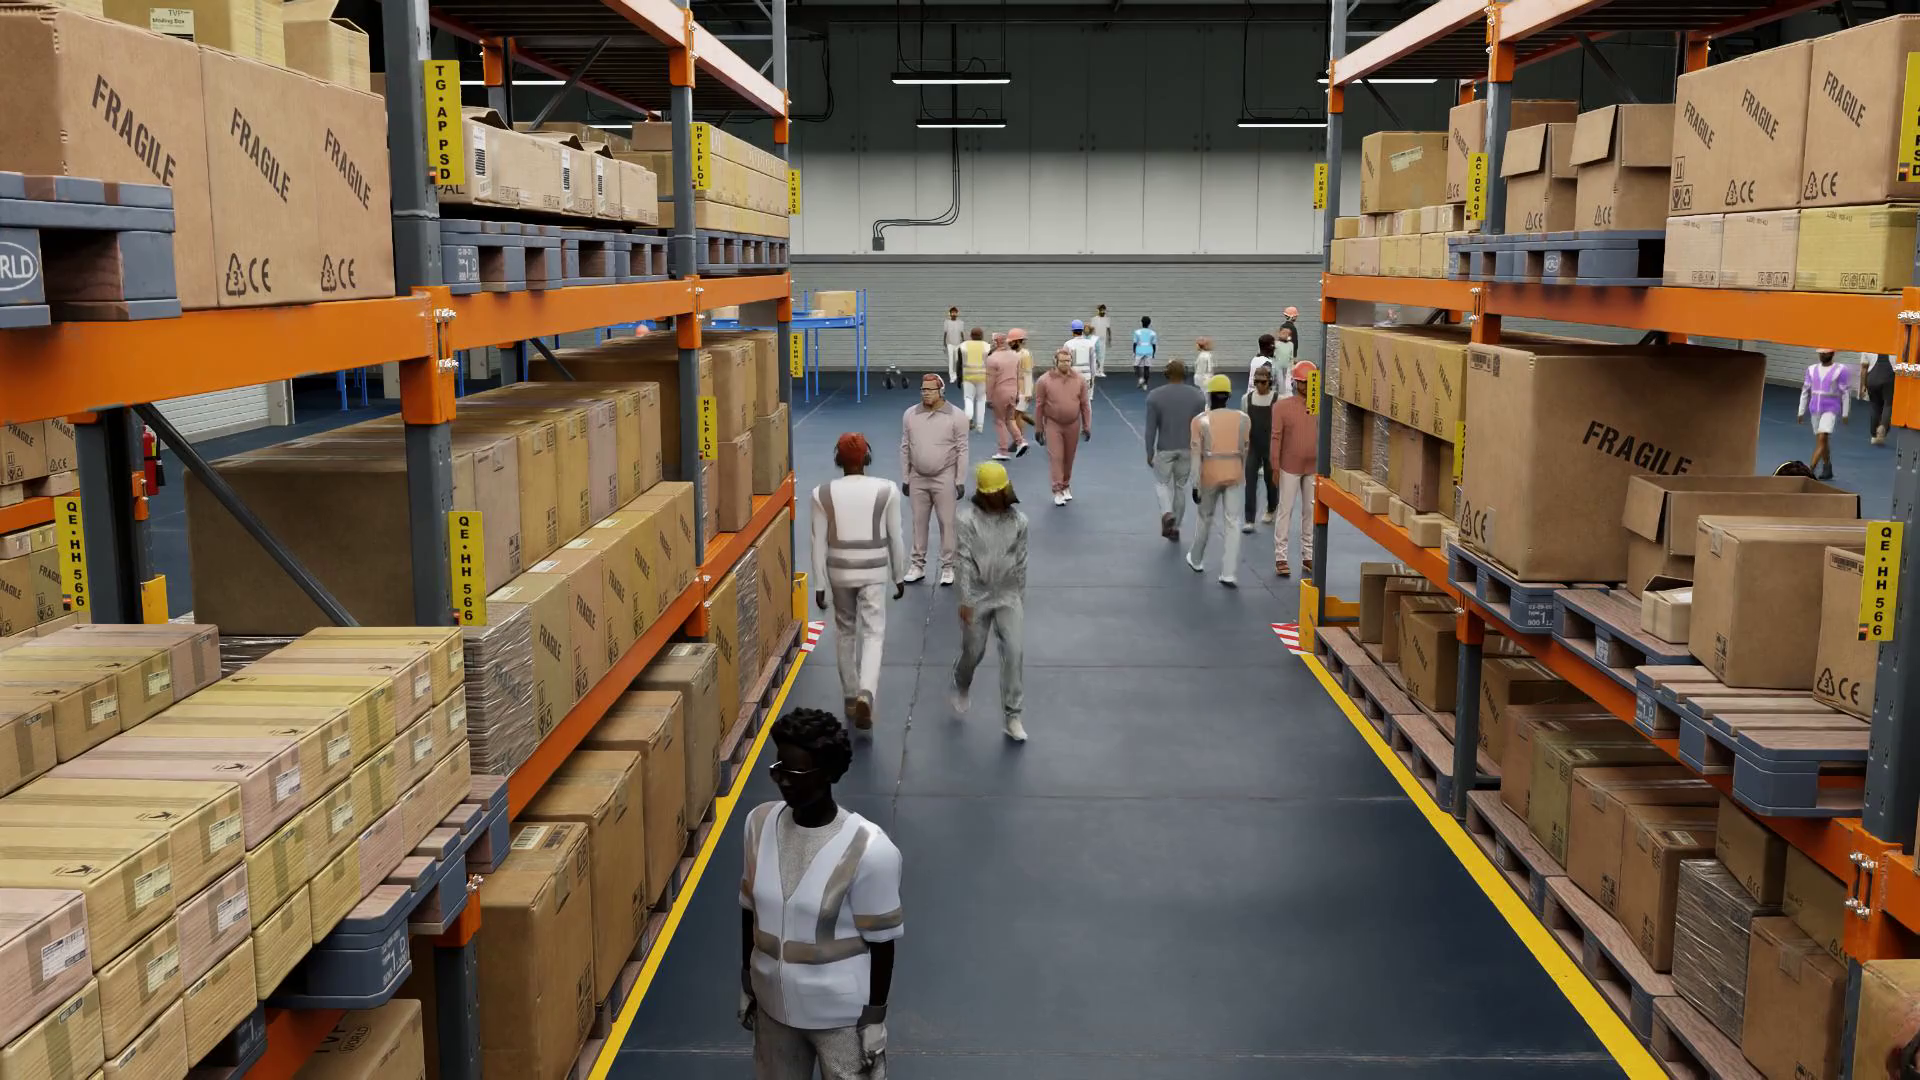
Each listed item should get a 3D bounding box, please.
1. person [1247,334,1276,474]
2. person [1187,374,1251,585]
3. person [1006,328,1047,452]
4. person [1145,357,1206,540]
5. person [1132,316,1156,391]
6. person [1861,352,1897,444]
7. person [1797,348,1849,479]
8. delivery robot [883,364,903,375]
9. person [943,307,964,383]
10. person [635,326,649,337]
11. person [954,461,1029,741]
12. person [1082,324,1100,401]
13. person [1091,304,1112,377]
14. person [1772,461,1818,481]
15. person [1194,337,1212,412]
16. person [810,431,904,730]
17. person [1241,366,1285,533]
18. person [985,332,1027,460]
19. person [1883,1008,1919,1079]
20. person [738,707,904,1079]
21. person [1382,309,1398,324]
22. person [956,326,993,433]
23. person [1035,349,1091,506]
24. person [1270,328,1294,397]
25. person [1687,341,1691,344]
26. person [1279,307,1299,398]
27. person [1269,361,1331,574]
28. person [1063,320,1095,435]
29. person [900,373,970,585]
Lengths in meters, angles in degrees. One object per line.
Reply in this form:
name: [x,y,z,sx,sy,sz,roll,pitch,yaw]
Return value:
person: [4.158,-1.884,22.998,0.372,1.916,0.597,-1,10,-8]
person: [2.354,-0.571,15.245,0.587,1.871,0.956,-1,10,-6]
person: [1.046,-2.330,25.728,0.728,1.902,0.565,-3,10,-15]
person: [2.244,-0.937,17.306,0.635,1.921,0.579,0,9,-1]
person: [4.182,-4.235,37.763,0.561,1.683,0.358,-1,10,-7]
person: [14.721,-2.510,26.507,0.686,2.000,0.803,8,12,40]
person: [11.403,-1.716,22.059,0.996,1.886,0.570,-6,11,-34]
delivery robot: [-1.558,-3.973,38.657,0.335,0.223,0.698,-5,11,-29]
person: [-0.157,-4.752,40.430,0.525,1.843,0.748,-1,9,-3]
person: [-4.980,-2.411,26.198,0.577,1.898,0.909,-1,10,-5]
person: [0.179,0.333,10.330,0.482,1.709,0.742,-3,10,-16]
person: [2.647,-3.710,34.824,0.546,1.607,0.744,2,10,12]
person: [3.579,-5.065,42.258,0.558,1.844,0.436,-5,11,-26]
person: [4.362,0.506,8.827,0.513,1.872,0.328,1,9,4]
person: [4.113,-2.650,28.416,0.368,1.626,0.524,2,10,14]
person: [-0.653,0.243,10.466,0.577,1.855,0.851,0,9,2]
person: [3.321,-1.020,18.214,0.518,1.802,0.948,4,10,22]
person: [0.645,-2.108,24.478,0.484,1.880,0.658,9,13,42]
person: [1.744,1.594,3.123,0.507,1.597,0.878,0,9,1]
person: [-0.404,1.292,4.638,0.535,1.697,0.318,5,11,30]
person: [9.498,-4.199,37.007,0.641,1.873,0.888,-9,13,-44]
person: [0.260,-2.742,28.436,0.658,1.821,0.559,1,9,4]
person: [1.258,-1.372,20.122,0.666,1.864,0.905,-2,10,-12]
person: [6.429,-3.464,33.446,0.542,1.589,0.850,-5,11,-27]
person: [13.161,-3.104,30.709,0.611,1.786,0.924,1,10,5]
person: [6.784,-3.804,34.266,0.377,1.995,0.608,-3,10,-16]
person: [3.190,-0.677,15.537,0.612,1.995,0.382,-2,10,-12]
person: [1.982,-2.725,27.950,0.614,1.942,0.403,-5,11,-27]
person: [-0.246,-0.550,15.044,0.642,1.908,0.399,3,10,20]
